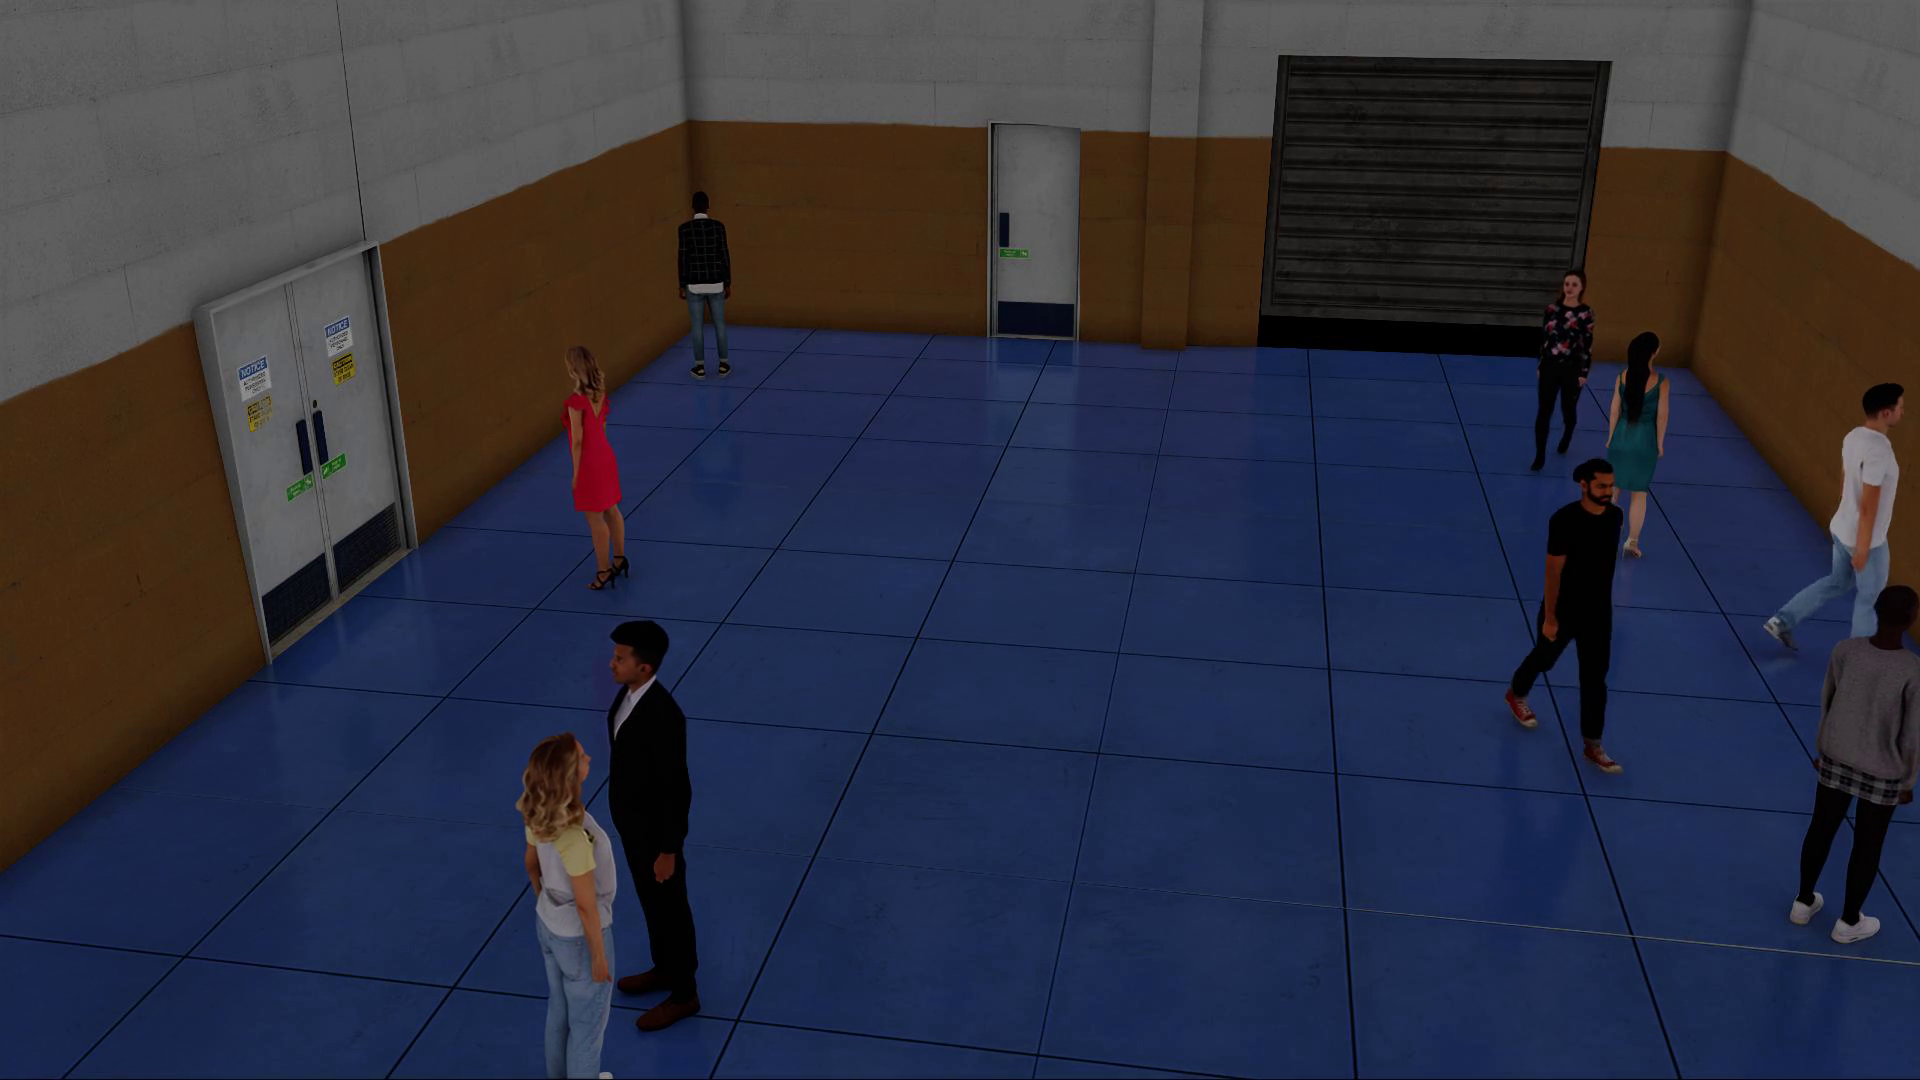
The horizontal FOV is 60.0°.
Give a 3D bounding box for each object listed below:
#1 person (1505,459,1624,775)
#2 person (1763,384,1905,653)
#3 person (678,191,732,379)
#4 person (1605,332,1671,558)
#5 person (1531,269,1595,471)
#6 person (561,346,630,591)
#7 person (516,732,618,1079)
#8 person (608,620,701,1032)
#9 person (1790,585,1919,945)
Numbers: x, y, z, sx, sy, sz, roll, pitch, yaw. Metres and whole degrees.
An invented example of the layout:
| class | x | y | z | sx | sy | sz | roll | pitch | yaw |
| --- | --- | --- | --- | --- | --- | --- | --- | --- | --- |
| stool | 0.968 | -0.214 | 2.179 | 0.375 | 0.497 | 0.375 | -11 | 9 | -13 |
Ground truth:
| class | x | y | z | sx | sy | sz | roll | pitch | yaw |
| --- | --- | --- | --- | --- | --- | --- | --- | --- | --- |
| person | 3.395 | 0.368 | 9.338 | 1.203 | 1.715 | 1.081 | -7 | 23 | -17 |
| person | 5.457 | -0.058 | 10.231 | 1.016 | 1.839 | 0.660 | 4 | 22 | 9 |
| person | -2.515 | -2.516 | 16.375 | 0.659 | 1.820 | 0.810 | -7 | 23 | -16 |
| person | 4.856 | -0.683 | 11.992 | 0.570 | 1.686 | 0.685 | 16 | 27 | 35 |
| person | 5.064 | -1.434 | 13.908 | 1.077 | 1.651 | 0.913 | 13 | 25 | 29 |
| person | -2.516 | -0.506 | 11.503 | 0.576 | 1.721 | 0.603 | 7 | 23 | 17 |
| person | -1.500 | 1.523 | 6.434 | 0.765 | 1.722 | 0.687 | -17 | 27 | -36 |
| person | -1.292 | 1.188 | 7.069 | 0.789 | 1.884 | 0.767 | -11 | 24 | -26 |
| person | 4.141 | 1.020 | 7.637 | 0.756 | 1.772 | 0.686 | -16 | 27 | -35 |
